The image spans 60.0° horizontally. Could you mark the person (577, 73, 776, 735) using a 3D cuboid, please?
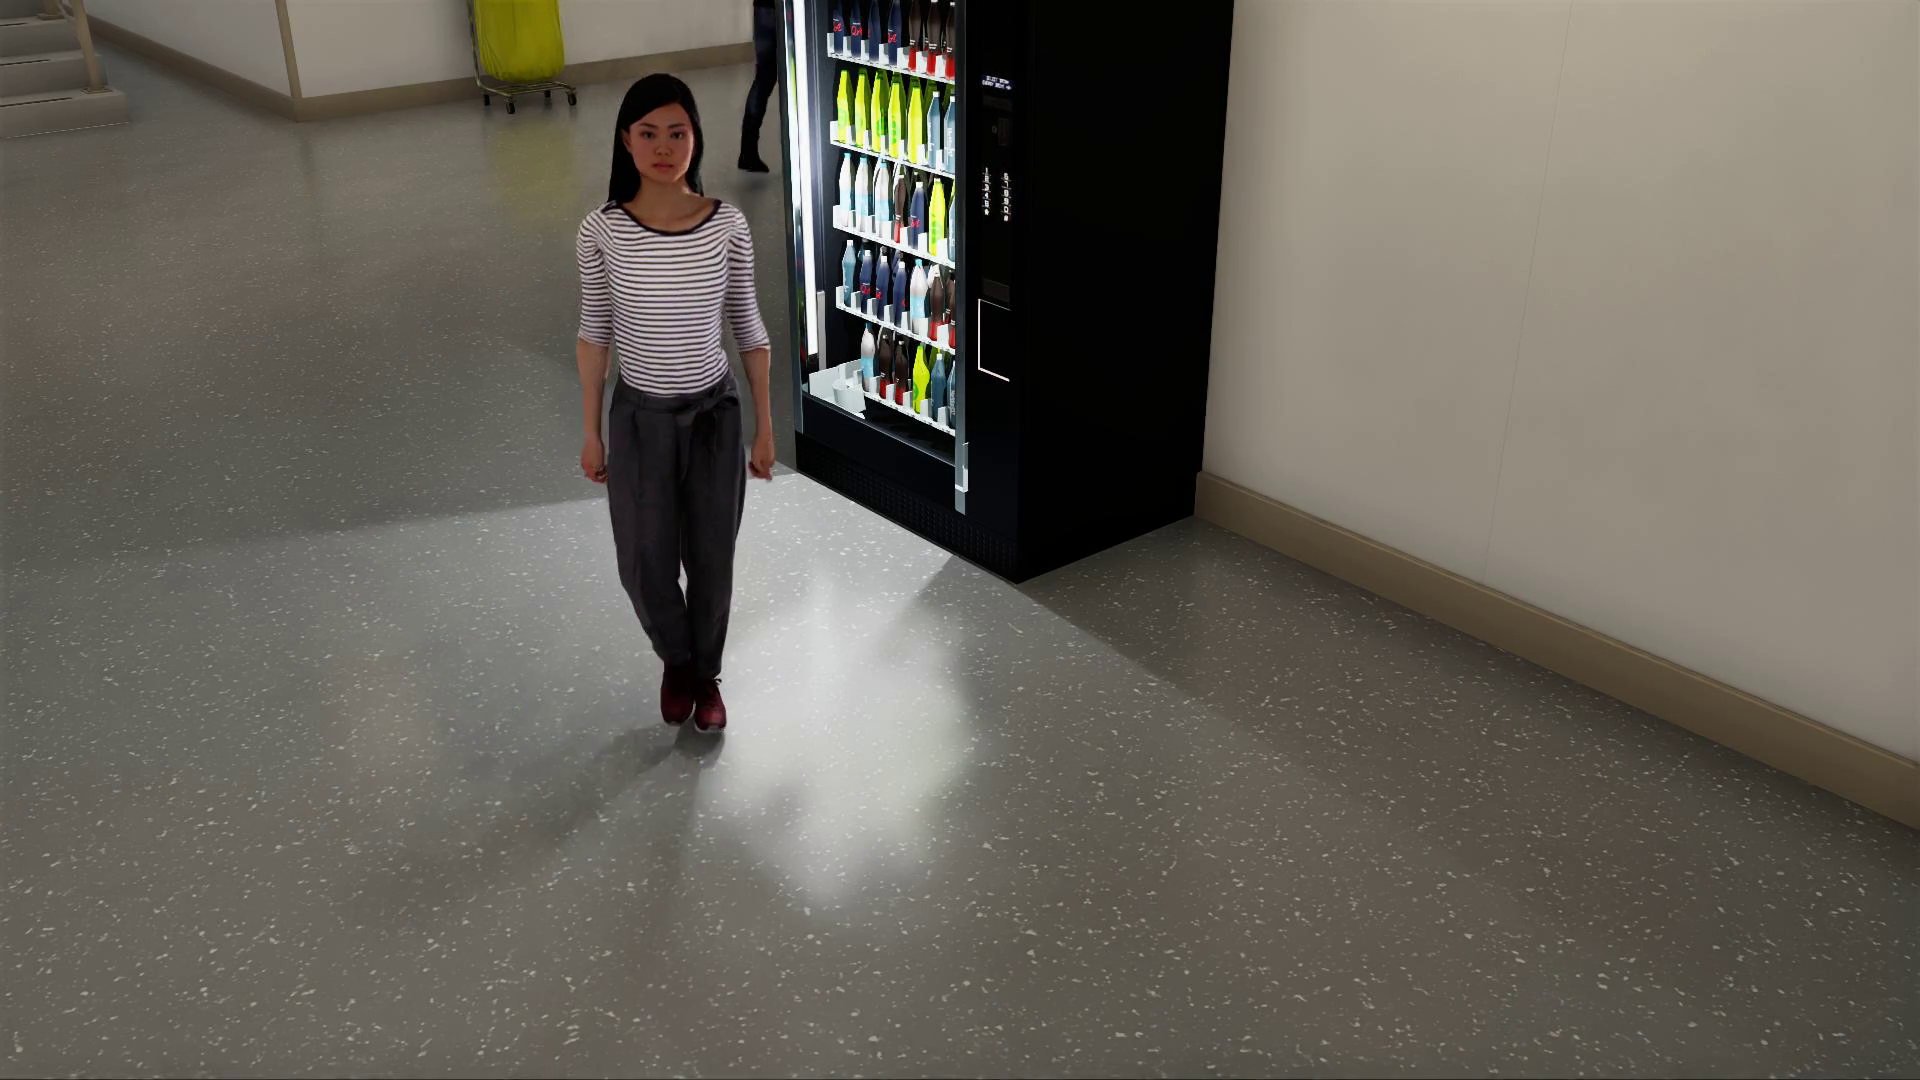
[{"bbox_3d":[-0.721,-0.312,4.224,0.737,1.722,0.750,-6,26,-13],"label":"person"}]
